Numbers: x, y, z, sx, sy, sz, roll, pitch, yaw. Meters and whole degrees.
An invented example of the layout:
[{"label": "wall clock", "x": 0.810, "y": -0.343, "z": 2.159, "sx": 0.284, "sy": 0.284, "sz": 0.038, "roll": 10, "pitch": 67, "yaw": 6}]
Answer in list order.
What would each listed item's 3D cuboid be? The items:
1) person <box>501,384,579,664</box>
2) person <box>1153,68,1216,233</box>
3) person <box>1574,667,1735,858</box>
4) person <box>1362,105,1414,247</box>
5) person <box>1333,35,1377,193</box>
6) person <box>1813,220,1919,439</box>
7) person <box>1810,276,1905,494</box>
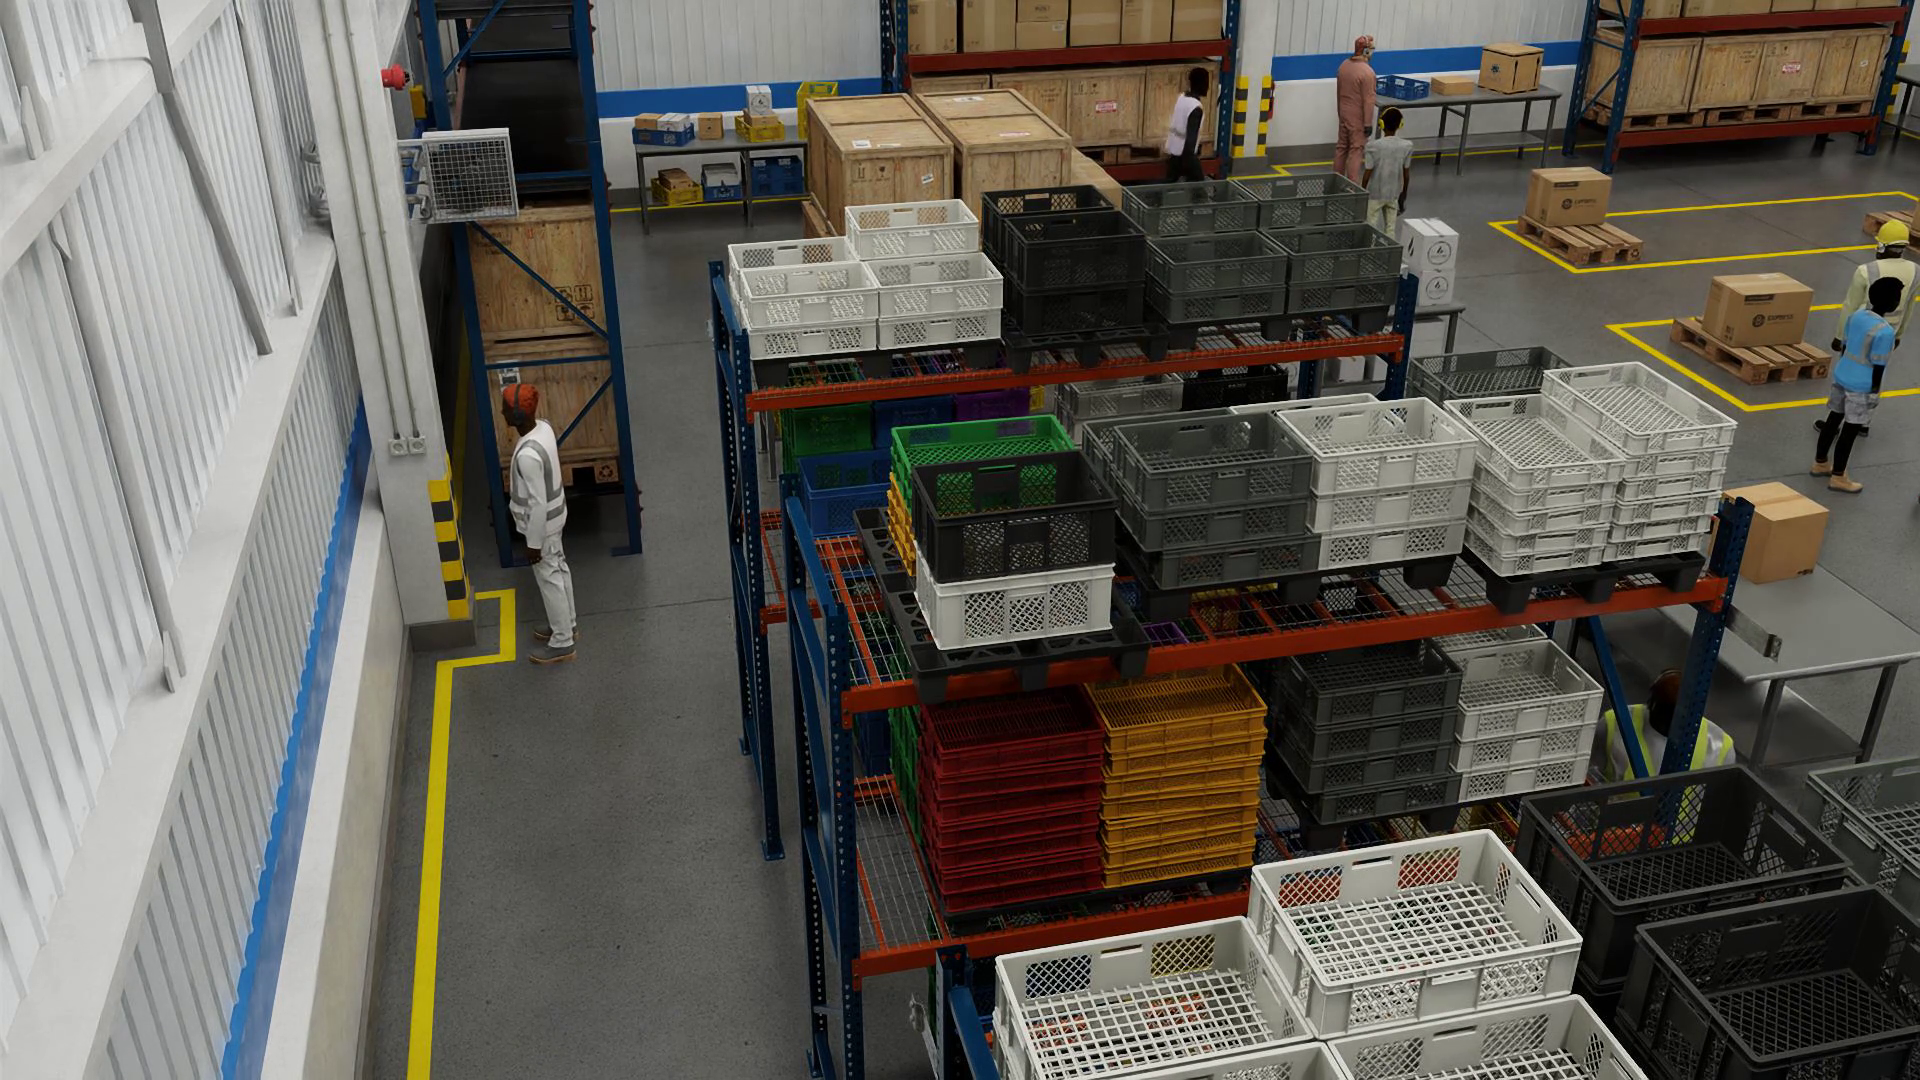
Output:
[{"label": "person", "x": -2.653, "y": -0.109, "z": 10.505, "sx": 0.340, "sy": 1.882, "sz": 0.585, "roll": -2, "pitch": 28, "yaw": -4}, {"label": "person", "x": 2.582, "y": -4.310, "z": 18.500, "sx": 1.002, "sy": 1.860, "sz": 0.595, "roll": -7, "pitch": 29, "yaw": -13}, {"label": "person", "x": 3.151, "y": 1.397, "z": 7.695, "sx": 0.626, "sy": 1.844, "sz": 0.429, "roll": 9, "pitch": 29, "yaw": 16}, {"label": "person", "x": 4.290, "y": -3.466, "z": 16.888, "sx": 0.513, "sy": 1.875, "sz": 0.328, "roll": -2, "pitch": 28, "yaw": -3}, {"label": "person", "x": 4.735, "y": -5.040, "z": 19.838, "sx": 0.407, "sy": 1.908, "sz": 0.641, "roll": -11, "pitch": 30, "yaw": -21}, {"label": "person", "x": 7.449, "y": -1.715, "z": 13.619, "sx": 0.594, "sy": 1.827, "sz": 0.403, "roll": -4, "pitch": 28, "yaw": -7}, {"label": "person", "x": 6.907, "y": -1.209, "z": 12.788, "sx": 0.322, "sy": 1.699, "sz": 0.535, "roll": 0, "pitch": 28, "yaw": 0}]
